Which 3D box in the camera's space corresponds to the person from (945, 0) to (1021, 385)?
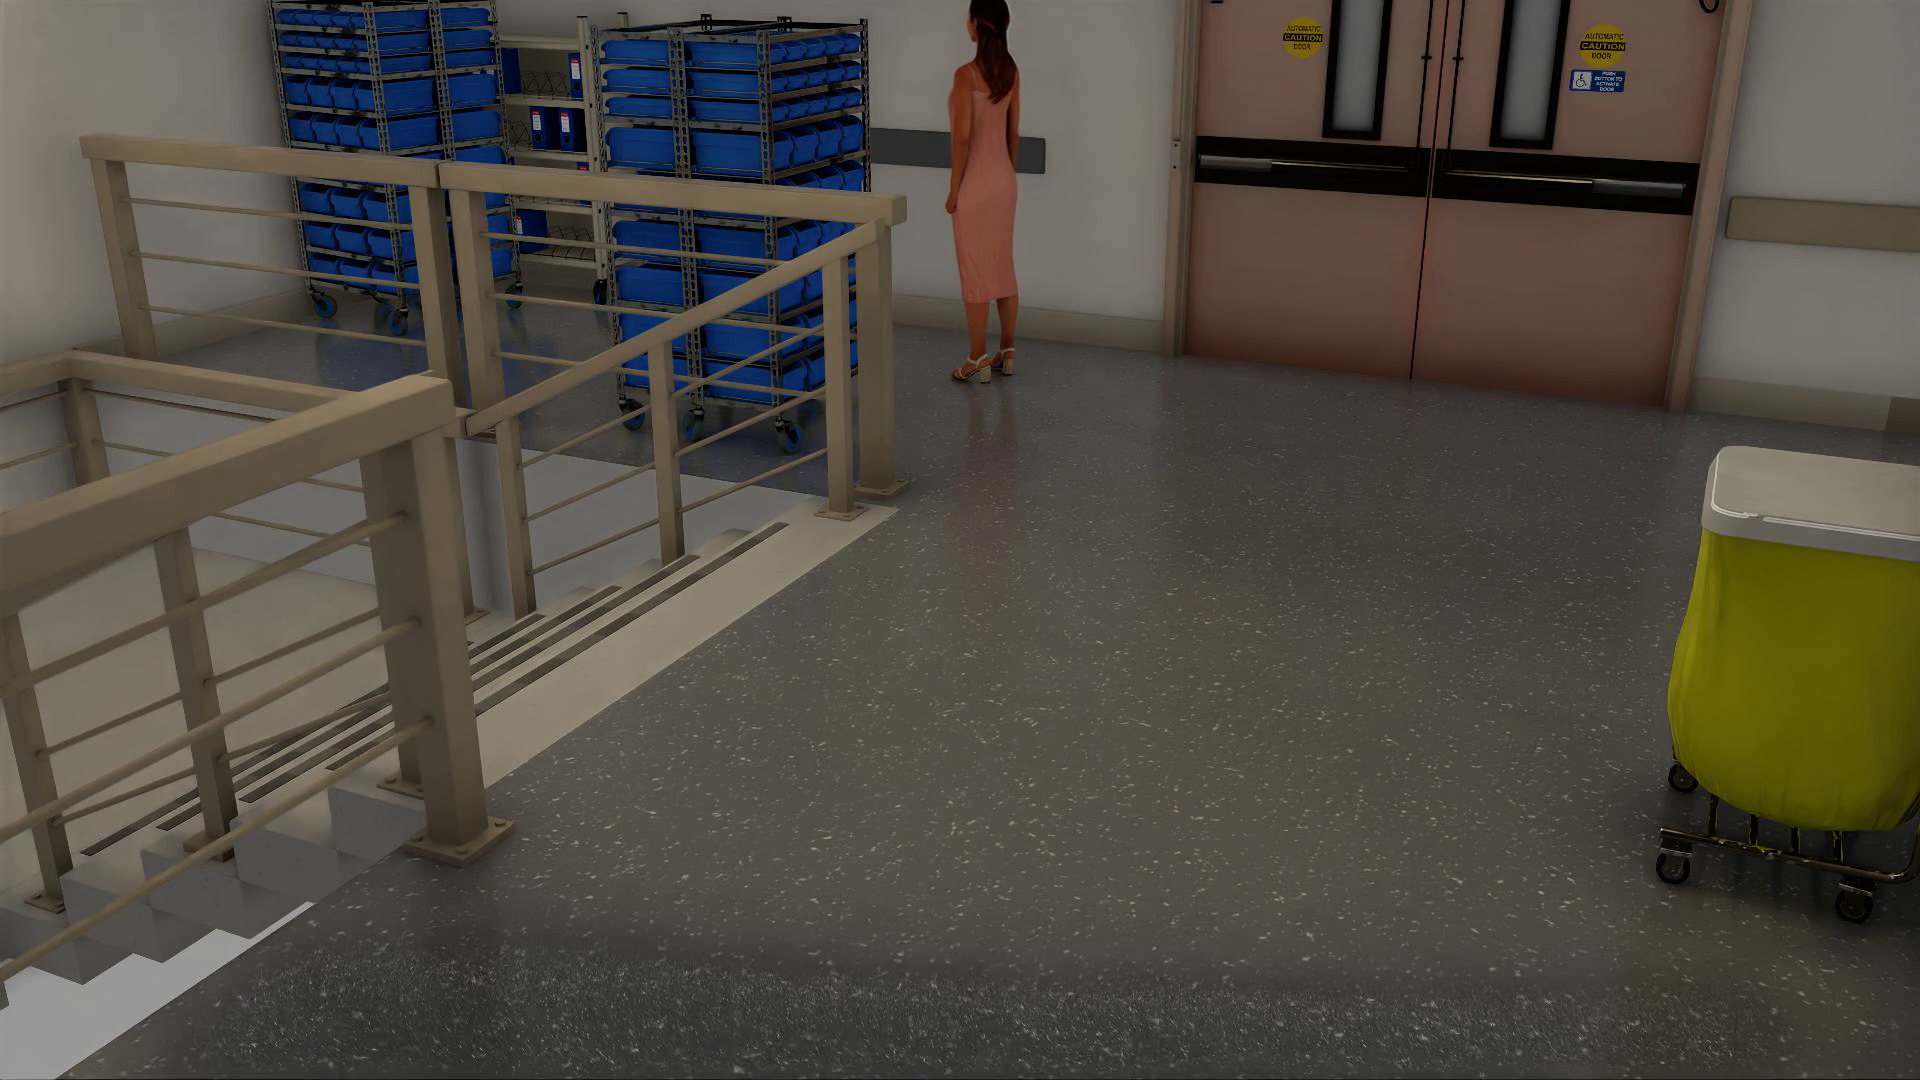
[{"bbox_3d":[0.124,-1.677,7.999,0.660,1.831,0.626,-19,28,-41],"label":"person"}]
